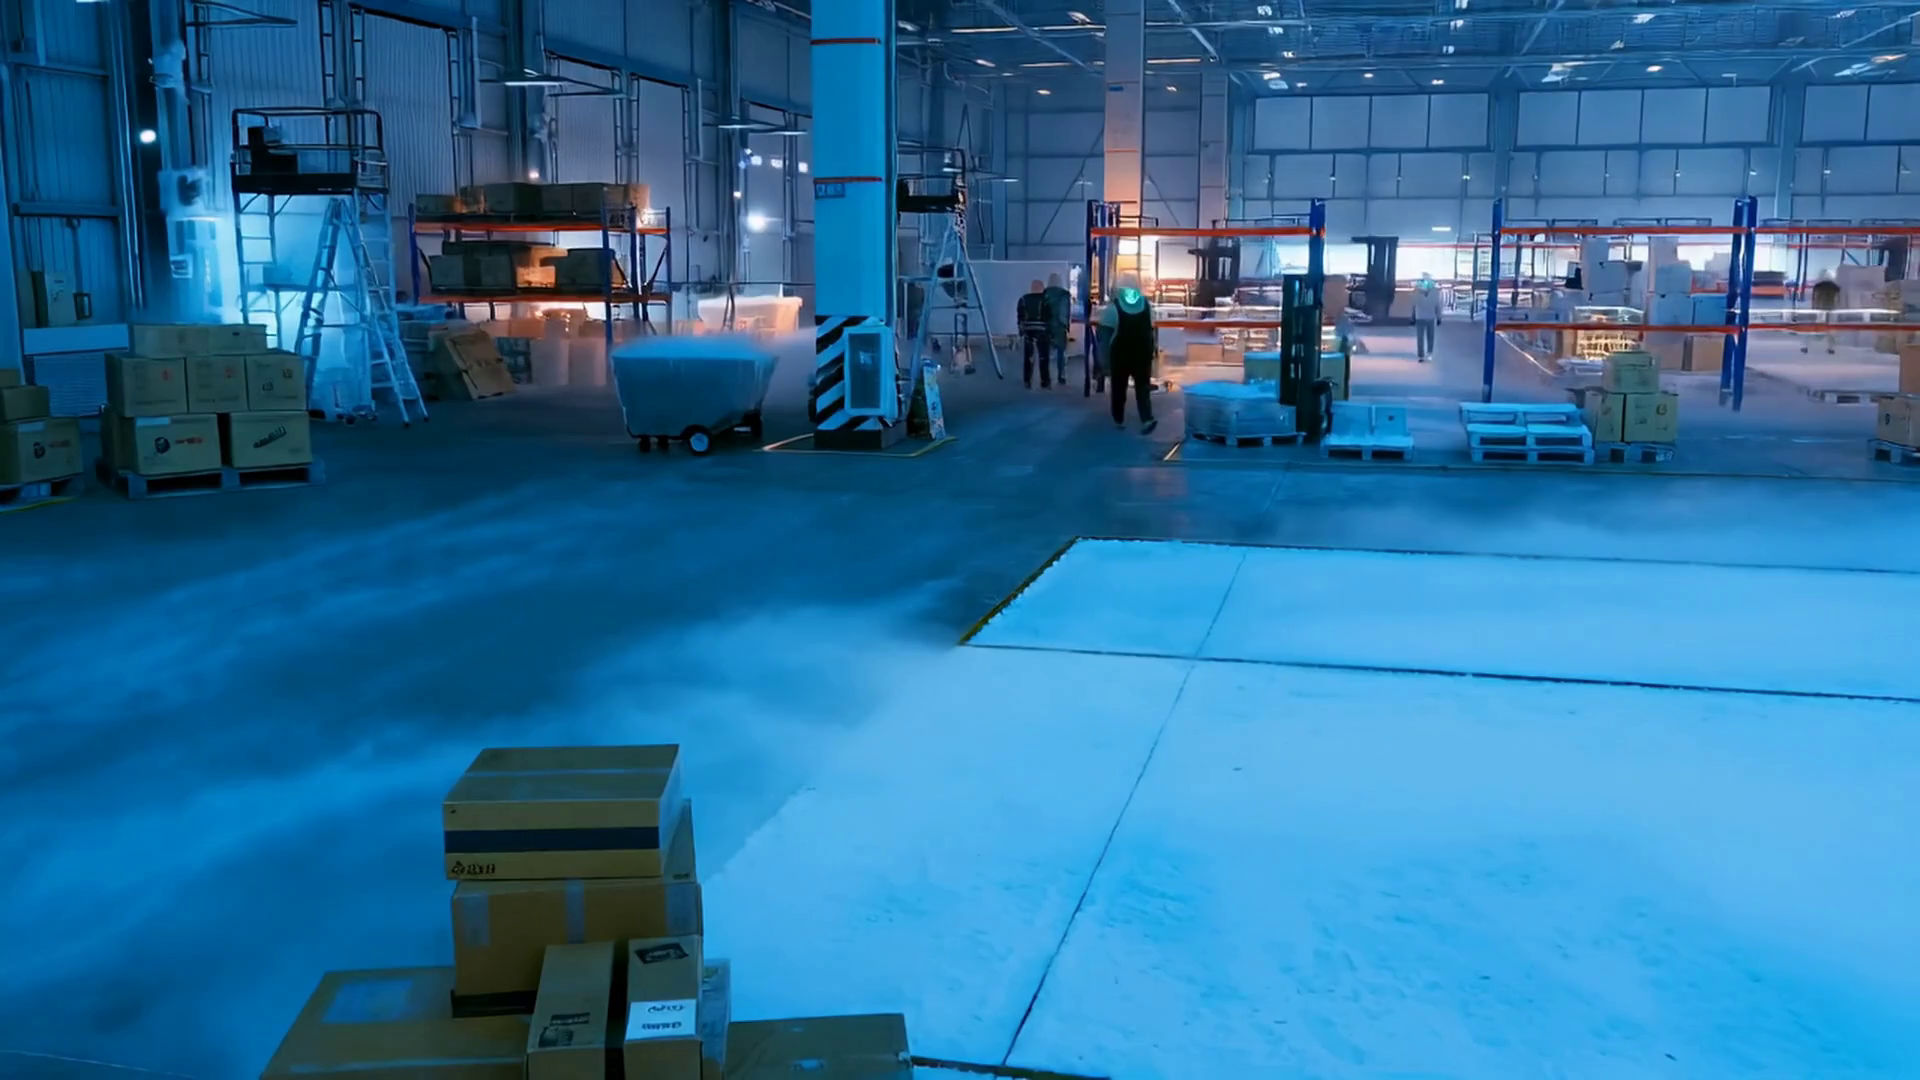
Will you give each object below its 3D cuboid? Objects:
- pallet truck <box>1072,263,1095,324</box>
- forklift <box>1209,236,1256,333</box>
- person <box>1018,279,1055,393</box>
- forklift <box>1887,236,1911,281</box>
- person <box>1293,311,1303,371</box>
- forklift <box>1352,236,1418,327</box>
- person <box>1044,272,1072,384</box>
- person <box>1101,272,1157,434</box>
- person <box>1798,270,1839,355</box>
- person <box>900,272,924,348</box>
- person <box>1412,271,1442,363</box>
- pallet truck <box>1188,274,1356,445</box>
[{"bbox_3d":[4.325,-8.180,55.162,0.823,1.965,1.885,6,11,31],"label":"pallet truck"},{"bbox_3d":[7.492,-7.258,47.139,1.873,2.768,1.129,-9,13,-44],"label":"forklift"},{"bbox_3d":[1.251,-3.286,26.826,0.619,1.839,0.430,5,11,27],"label":"person"},{"bbox_3d":[29.294,-8.091,52.040,1.873,2.768,1.129,2,10,14],"label":"forklift"},{"bbox_3d":[6.616,-4.096,31.904,0.335,1.735,0.484,6,11,33],"label":"person"},{"bbox_3d":[13.260,-8.050,51.799,1.873,2.768,1.129,-2,10,-12],"label":"forklift"},{"bbox_3d":[1.634,-3.644,28.665,0.633,1.932,0.369,4,10,23],"label":"person"},{"bbox_3d":[2.118,-2.319,20.526,0.708,2.000,0.989,-2,10,-11],"label":"person"},{"bbox_3d":[19.469,-5.142,37.591,0.642,1.886,1.019,-1,10,-6],"label":"person"},{"bbox_3d":[-1.116,-5.185,37.921,0.662,1.871,0.993,-7,12,-36],"label":"person"},{"bbox_3d":[9.685,-4.626,34.508,0.607,1.907,0.658,4,10,21],"label":"person"},{"bbox_3d":[3.653,-2.138,19.590,1.885,1.965,0.823,-4,10,-20],"label":"pallet truck"}]
